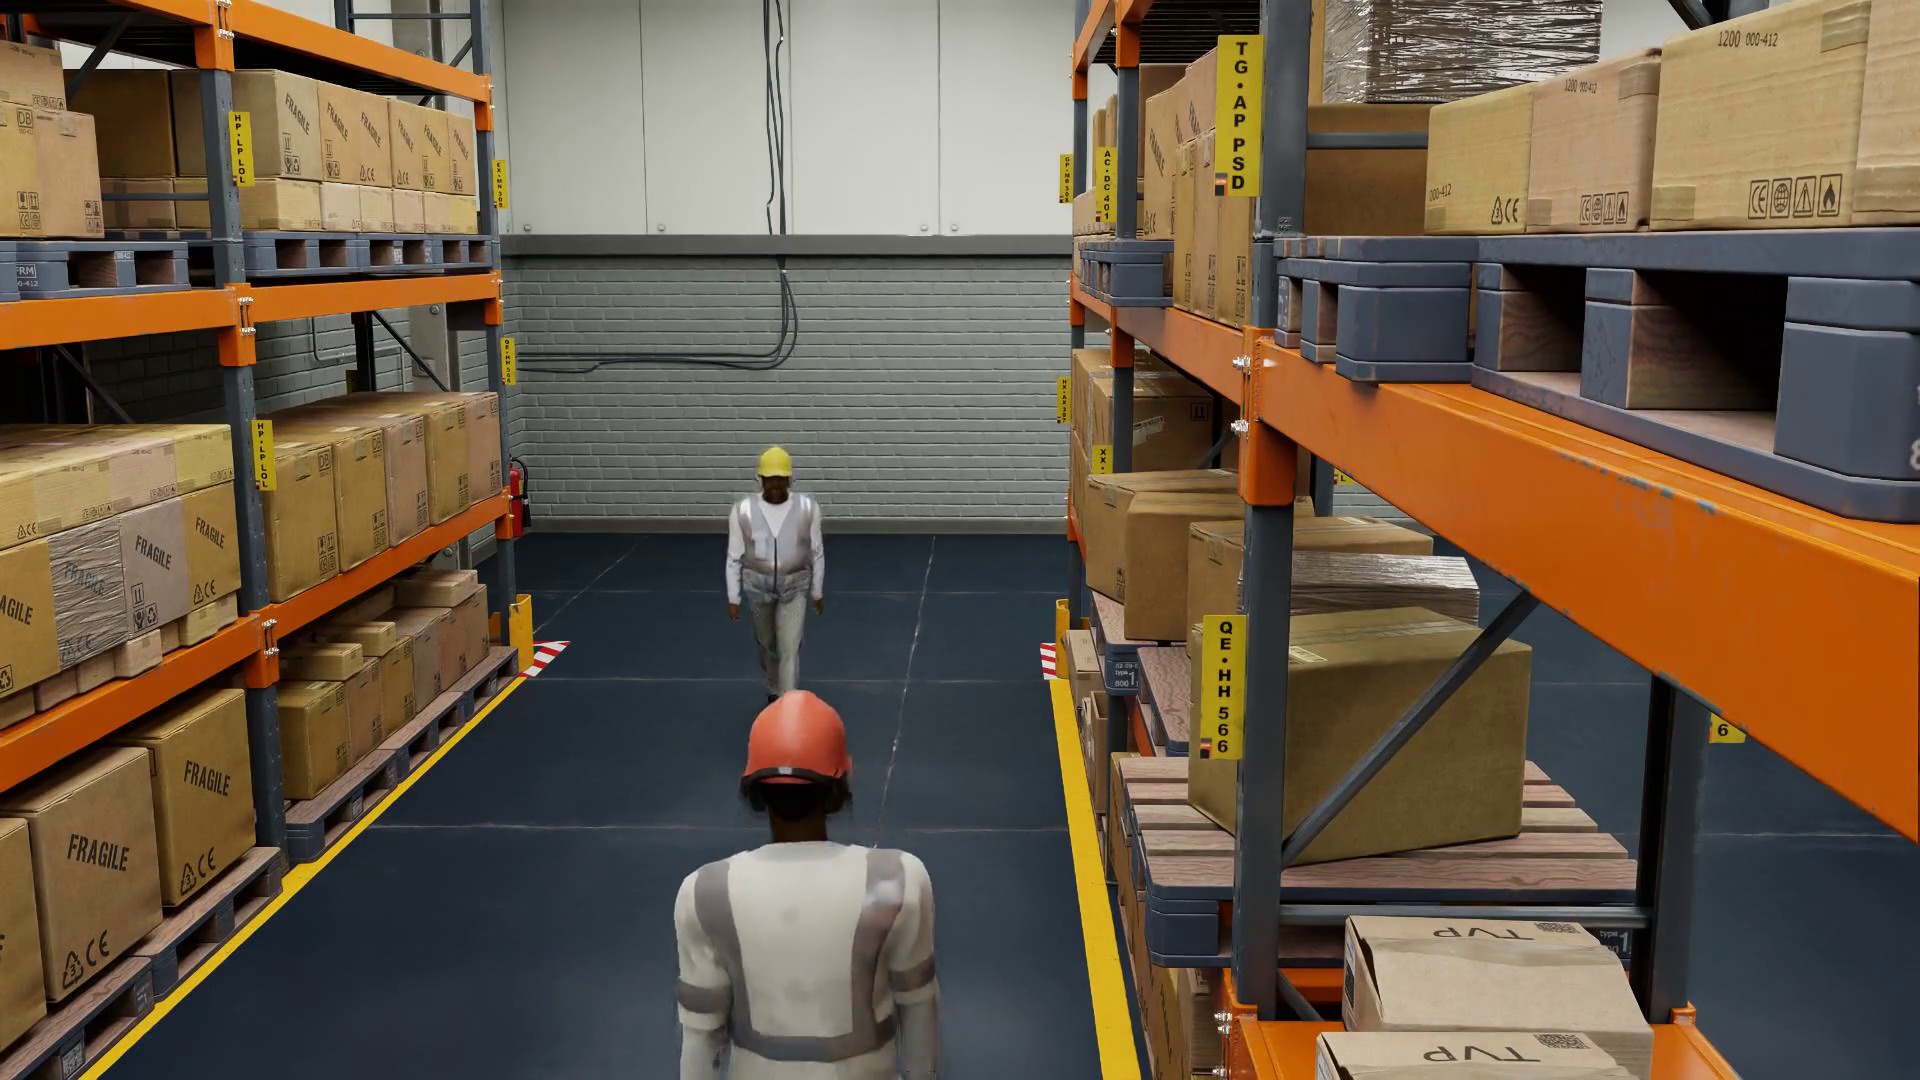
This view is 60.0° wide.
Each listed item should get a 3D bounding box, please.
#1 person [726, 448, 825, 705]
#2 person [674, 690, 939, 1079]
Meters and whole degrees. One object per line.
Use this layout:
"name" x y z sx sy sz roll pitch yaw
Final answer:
"person" -1.158 0.301 10.454 0.606 1.786 0.955 -1 10 -3
"person" -0.362 1.357 3.906 0.604 2.012 1.011 1 10 5
